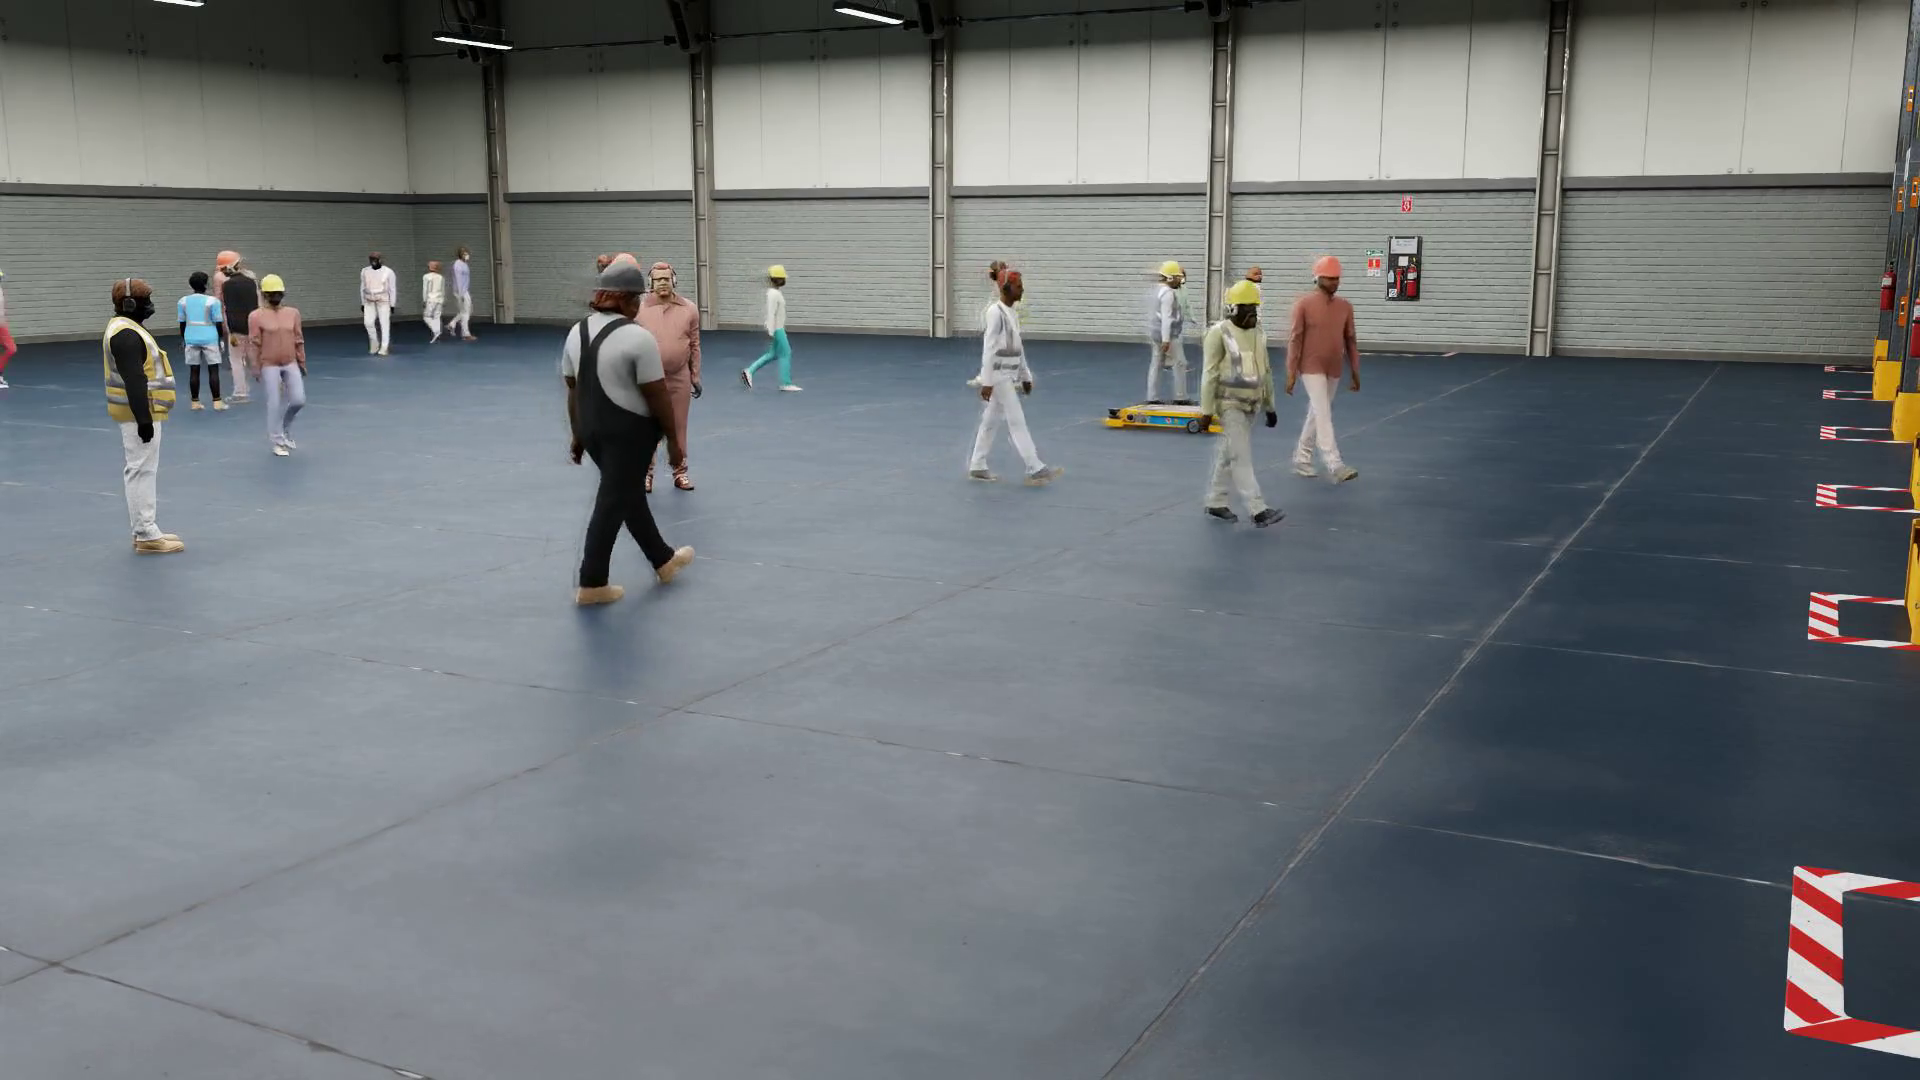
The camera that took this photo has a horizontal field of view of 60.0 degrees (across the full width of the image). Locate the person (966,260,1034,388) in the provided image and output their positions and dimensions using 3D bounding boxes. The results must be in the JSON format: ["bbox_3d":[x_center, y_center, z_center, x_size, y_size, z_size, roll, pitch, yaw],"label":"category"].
[{"bbox_3d":[0.600,-3.022,23.329,0.976,1.788,0.636,1,10,7],"label":"person"}]

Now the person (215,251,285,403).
[{"bbox_3d":[-9.002,-2.686,21.052,0.864,1.940,0.645,3,11,16],"label":"person"}]

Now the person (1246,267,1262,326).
[{"bbox_3d":[4.707,-3.594,26.881,0.302,1.627,0.497,-2,11,-11],"label":"person"}]

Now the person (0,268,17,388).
[{"bbox_3d":[-13.412,-2.976,23.144,0.376,1.749,0.535,1,10,3],"label":"person"}]

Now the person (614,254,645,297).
[{"bbox_3d":[-3.501,-2.051,17.604,0.378,1.933,0.551,5,12,25],"label":"person"}]

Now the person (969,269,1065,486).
[{"bbox_3d":[0.483,-1.381,14.214,0.956,1.835,0.606,3,11,15],"label":"person"}]

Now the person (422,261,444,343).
[{"bbox_3d":[-10.357,-4.678,32.760,0.392,1.620,0.539,6,12,30],"label":"person"}]

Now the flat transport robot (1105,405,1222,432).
[{"bbox_3d":[2.389,-1.350,18.322,1.431,0.197,0.652,6,12,28],"label":"flat transport robot"}]

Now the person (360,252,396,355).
[{"bbox_3d":[-10.374,-4.201,29.611,0.652,1.829,0.521,0,10,2],"label":"person"}]

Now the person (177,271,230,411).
[{"bbox_3d":[-9.187,-2.405,20.182,0.540,1.696,0.317,0,10,1],"label":"person"}]

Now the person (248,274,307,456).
[{"bbox_3d":[-6.587,-1.685,16.084,0.378,1.755,0.547,10,15,44],"label":"person"}]

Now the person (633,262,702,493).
[{"bbox_3d":[-2.458,-1.349,13.854,0.642,1.910,0.401,-4,11,-21],"label":"person"}]

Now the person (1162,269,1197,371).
[{"bbox_3d":[3.477,-3.427,25.996,0.789,1.599,0.518,9,14,41],"label":"person"}]

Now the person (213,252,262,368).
[{"bbox_3d":[-11.451,-3.634,26.436,0.660,1.852,0.993,-7,12,-33],"label":"person"}]

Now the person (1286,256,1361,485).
[{"bbox_3d":[3.189,-1.466,14.393,0.642,1.937,1.008,-5,11,-25],"label":"person"}]

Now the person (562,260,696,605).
[{"bbox_3d":[-1.930,-0.675,9.811,0.704,2.000,1.030,9,14,40],"label":"person"}]

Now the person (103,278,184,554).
[{"bbox_3d":[-5.512,-0.833,11.221,0.429,1.844,0.627,-6,12,-28],"label":"person"}]

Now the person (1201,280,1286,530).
[{"bbox_3d":[2.121,-0.975,12.107,0.621,1.793,0.872,-9,14,-41],"label":"person"}]

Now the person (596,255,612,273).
[{"bbox_3d":[-5.424,-3.496,25.804,1.006,1.833,0.585,0,10,-2],"label":"person"}]

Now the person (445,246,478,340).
[{"bbox_3d":[-10.120,-4.983,33.641,0.540,1.918,0.663,-2,11,-9],"label":"person"}]

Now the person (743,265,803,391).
[{"bbox_3d":[-2.577,-2.895,22.743,0.748,1.734,0.523,-1,10,-5],"label":"person"}]

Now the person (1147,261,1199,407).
[{"bbox_3d":[2.650,-2.512,20.455,0.758,1.804,0.627,-2,11,-8],"label":"person"}]
